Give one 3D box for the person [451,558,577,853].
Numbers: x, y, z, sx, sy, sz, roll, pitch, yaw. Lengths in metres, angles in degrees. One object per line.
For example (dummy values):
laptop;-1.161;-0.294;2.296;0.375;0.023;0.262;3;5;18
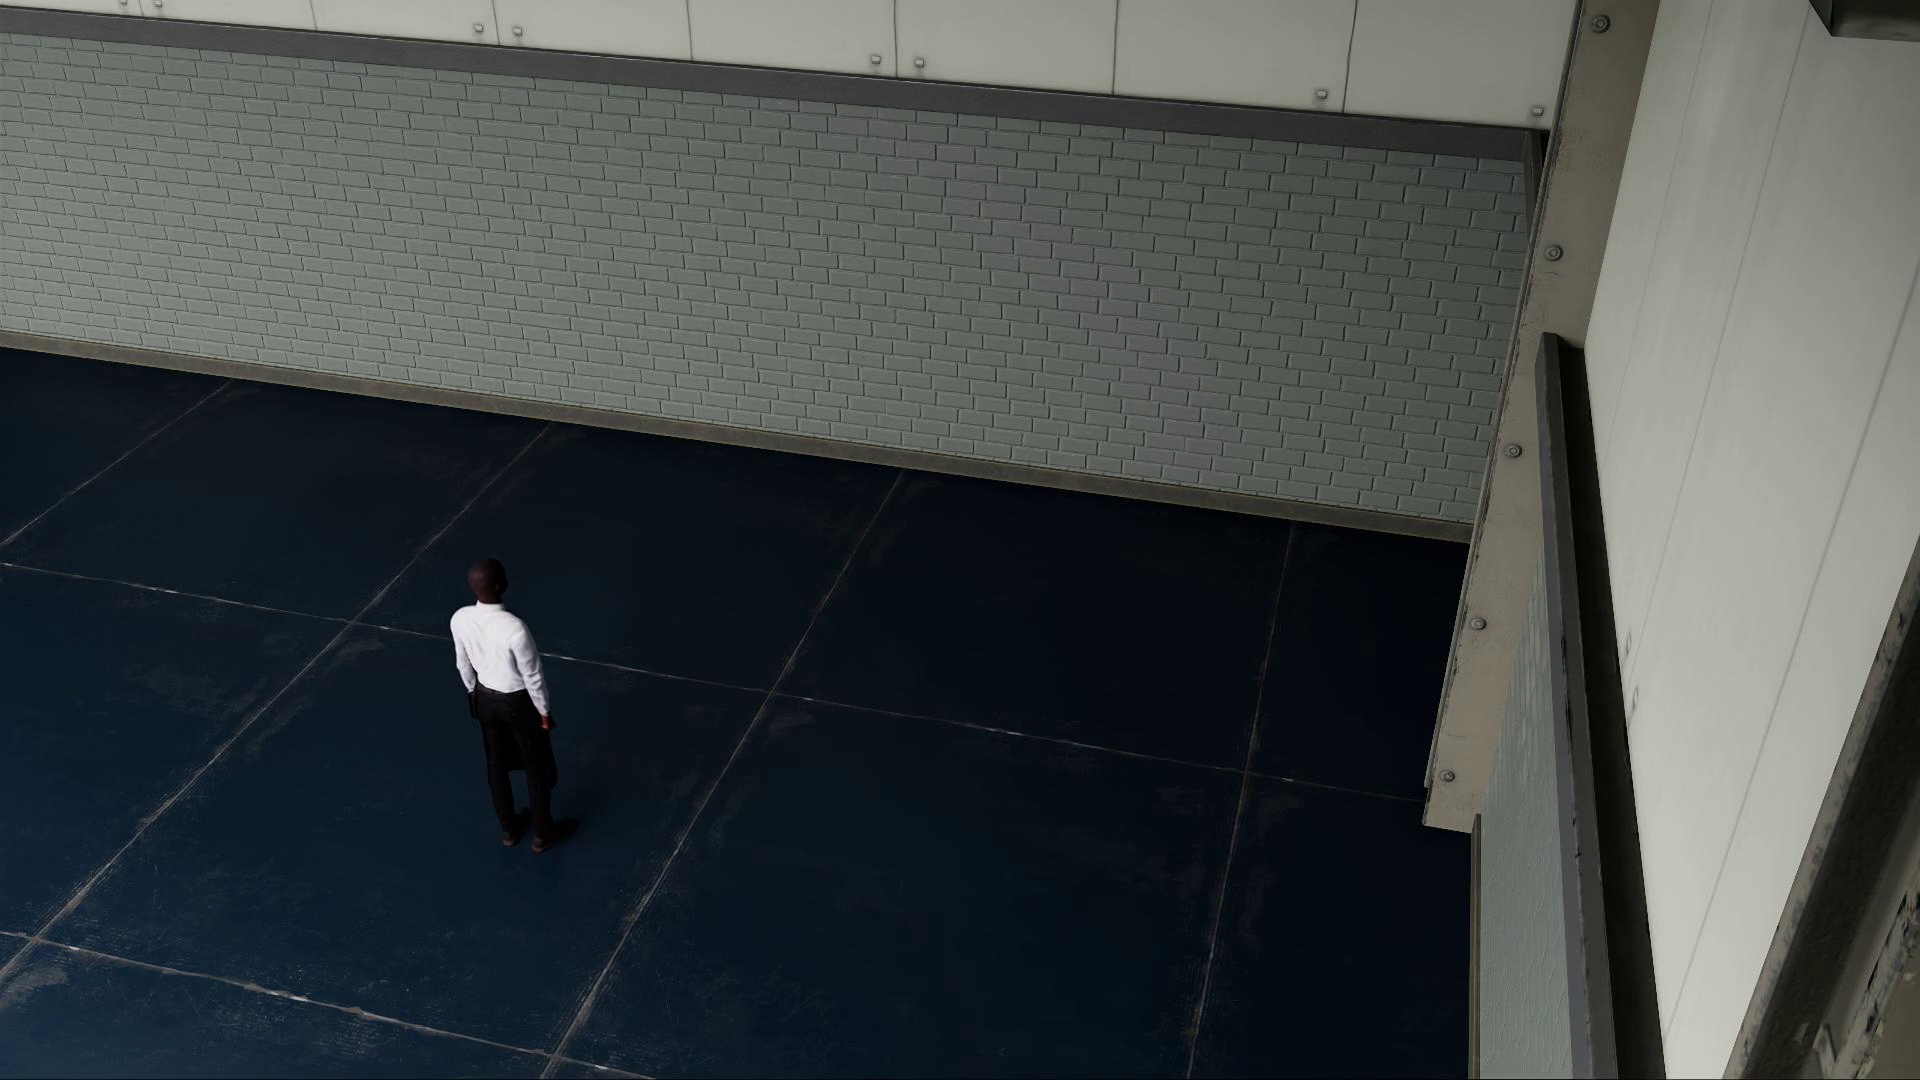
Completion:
person;-2.424;0.896;8.924;0.644;1.837;0.536;10;34;15
